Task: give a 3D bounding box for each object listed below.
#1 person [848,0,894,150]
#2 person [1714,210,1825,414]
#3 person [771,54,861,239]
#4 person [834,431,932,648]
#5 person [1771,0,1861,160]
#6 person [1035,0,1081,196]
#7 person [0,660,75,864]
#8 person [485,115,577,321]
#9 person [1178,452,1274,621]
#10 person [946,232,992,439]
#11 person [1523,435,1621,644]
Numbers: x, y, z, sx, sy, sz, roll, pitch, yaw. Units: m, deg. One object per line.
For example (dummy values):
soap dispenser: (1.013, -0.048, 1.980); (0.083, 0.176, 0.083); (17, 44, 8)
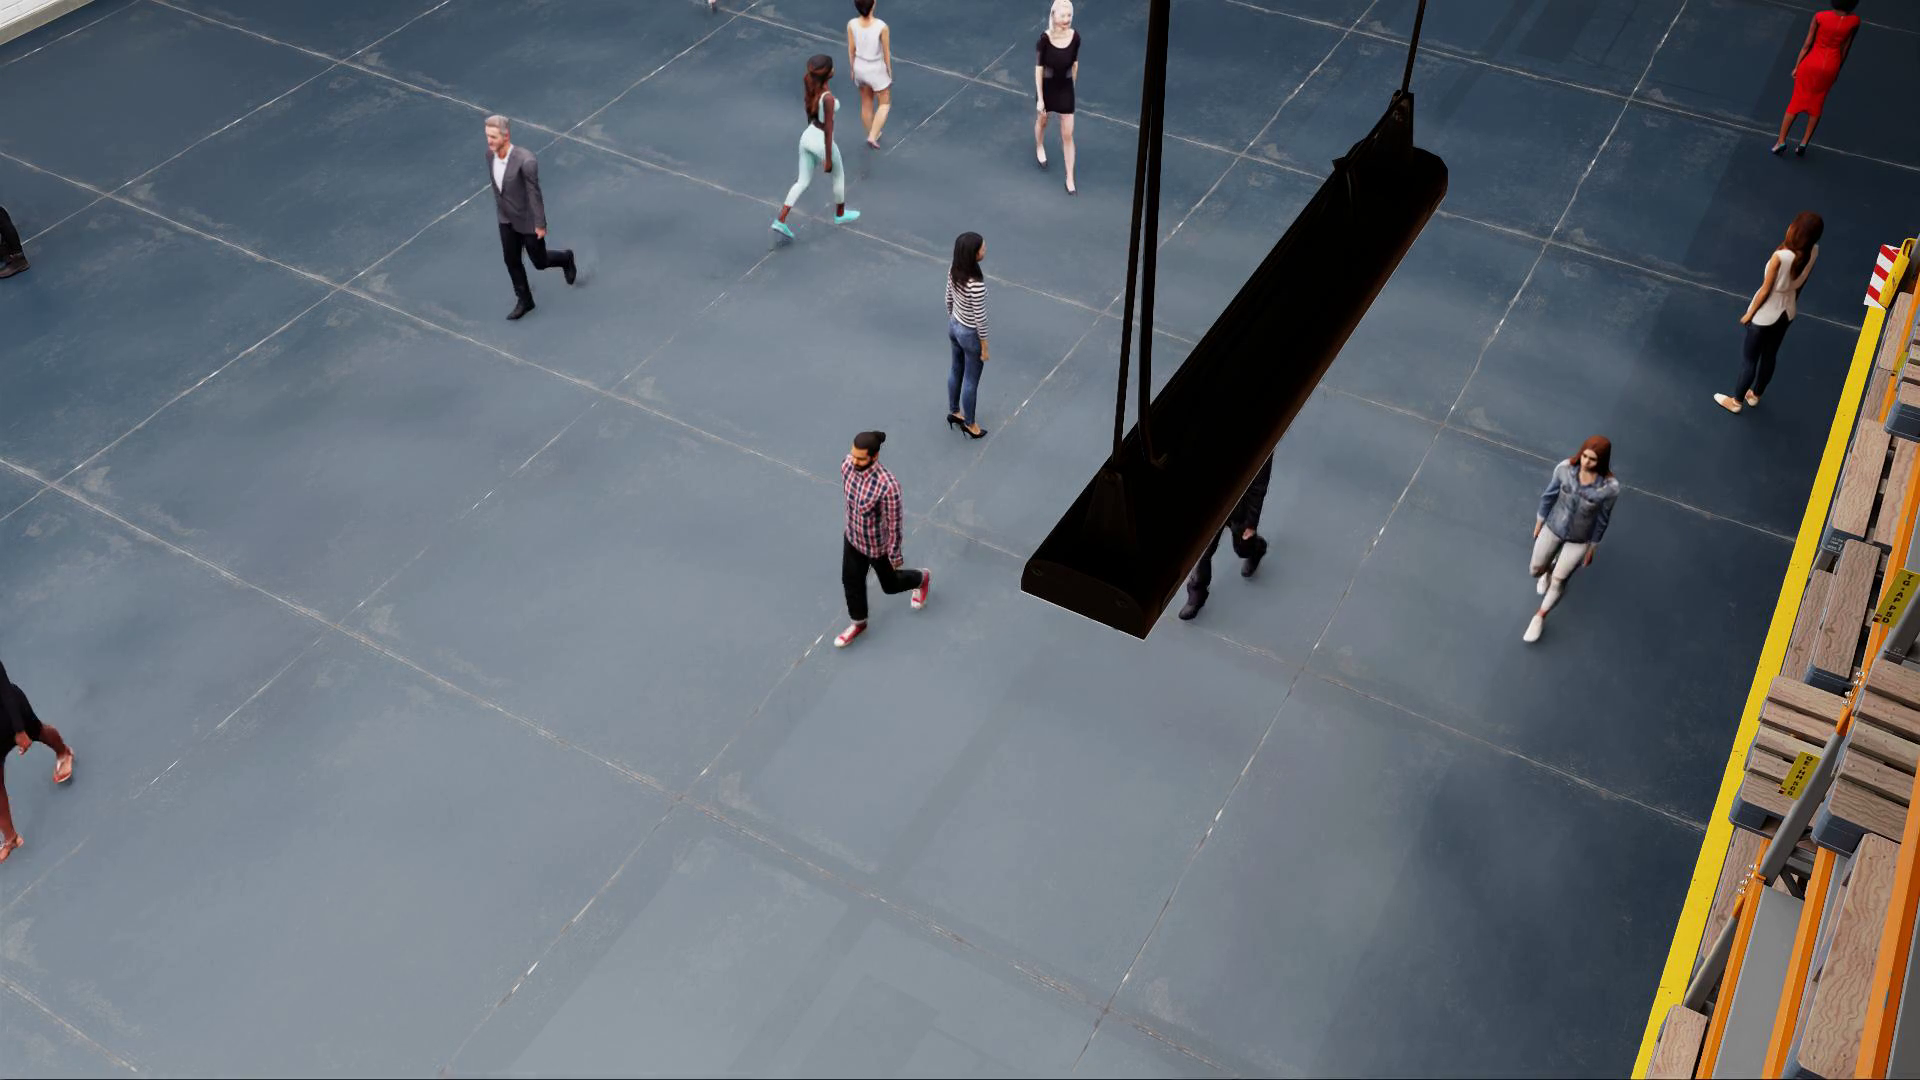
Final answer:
person: (-0.860, -4.376, 15.661); (0.646, 1.596, 0.774); (13, 45, 14)
person: (6.241, -1.733, 12.750); (0.649, 1.785, 0.722); (-13, 45, -13)
person: (-1.308, -3.399, 14.572); (1.196, 1.684, 0.867); (-28, 50, -27)
person: (-0.526, -0.065, 11.032); (0.825, 1.739, 1.092); (31, 52, 29)
person: (8.030, -4.389, 15.565); (0.620, 1.747, 0.587); (9, 44, 9)
person: (0.830, -4.129, 15.267); (1.093, 1.781, 1.168); (-10, 44, -10)
person: (-5.718, 1.007, 9.957); (1.052, 1.669, 1.253); (-2, 44, -2)
person: (-3.579, -2.695, 13.735); (0.725, 1.818, 0.977); (21, 47, 21)
person: (1.876, -0.291, 11.217); (0.731, 1.810, 1.106); (23, 48, 22)
person: (0.056, -1.537, 12.537); (0.665, 1.795, 0.664); (-24, 49, -23)
person: (4.083, -0.073, 11.078); (0.691, 1.688, 0.899); (28, 50, 26)
